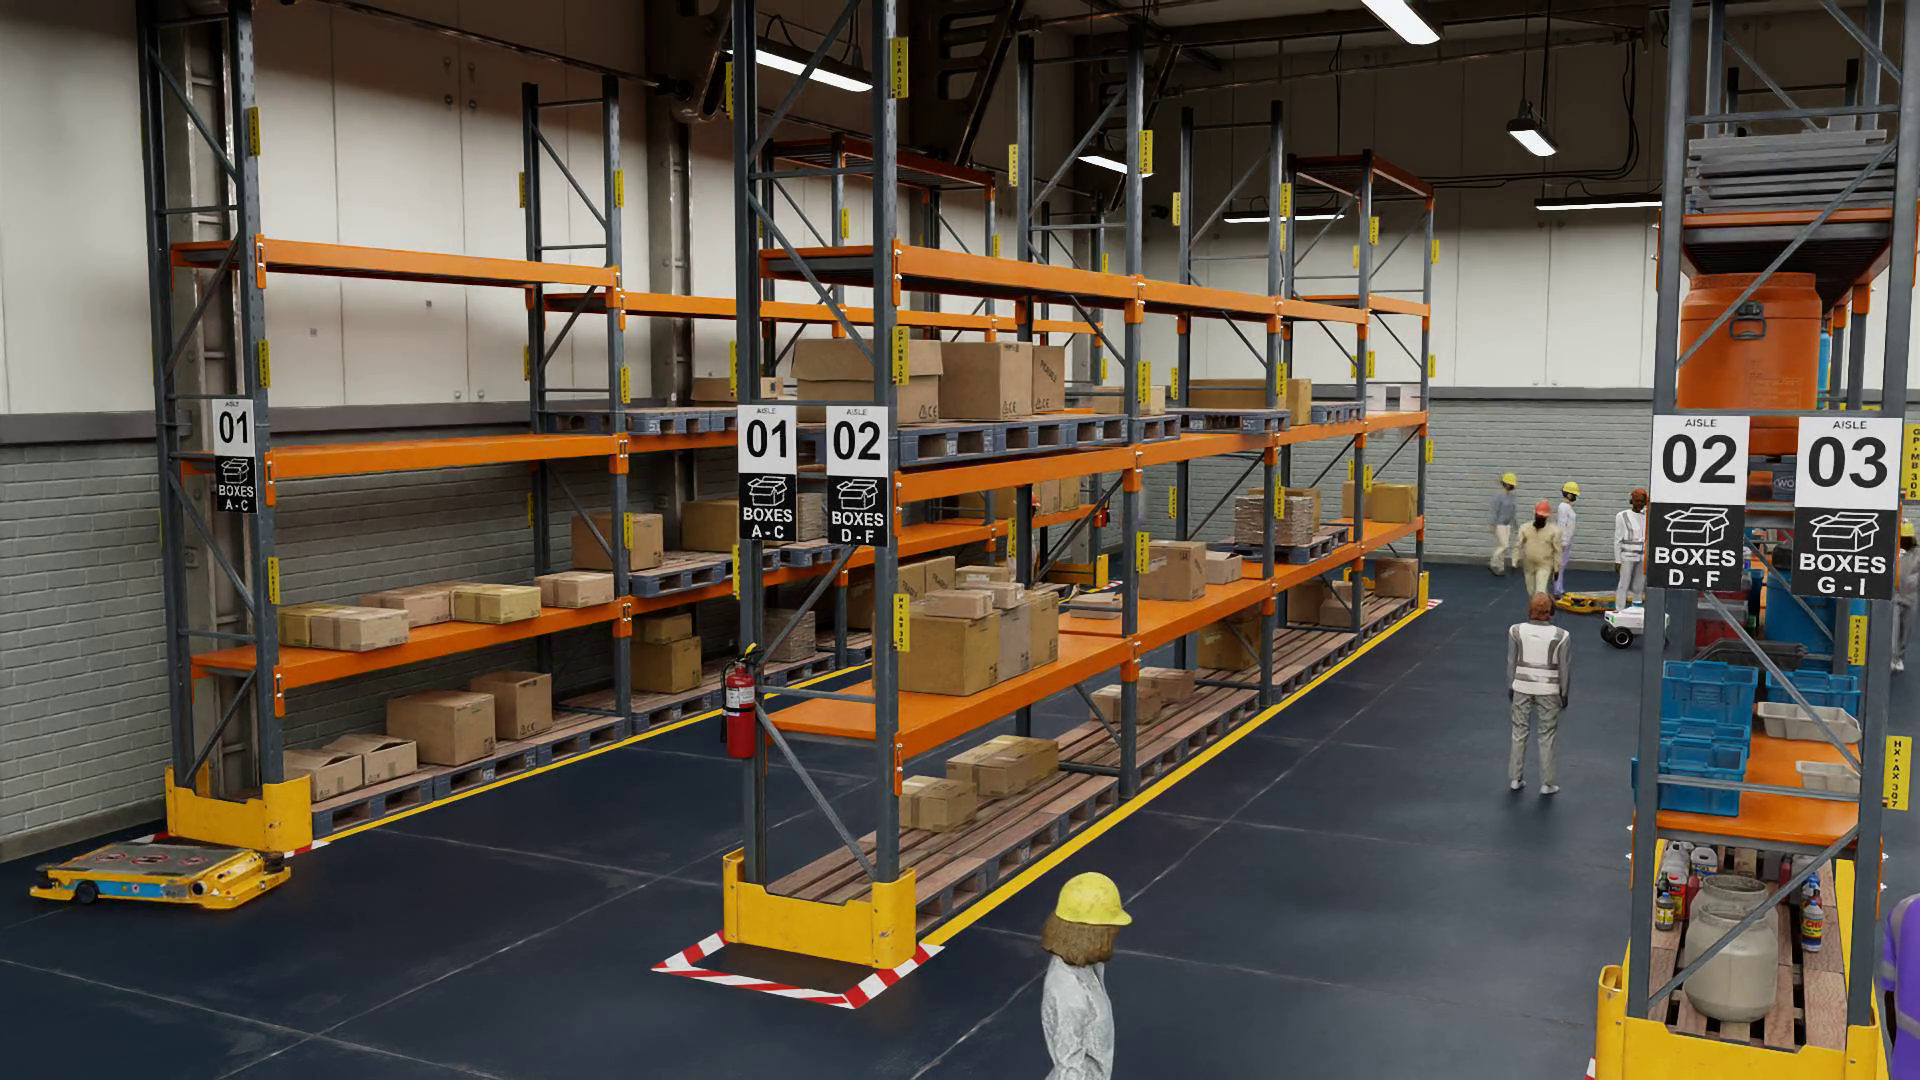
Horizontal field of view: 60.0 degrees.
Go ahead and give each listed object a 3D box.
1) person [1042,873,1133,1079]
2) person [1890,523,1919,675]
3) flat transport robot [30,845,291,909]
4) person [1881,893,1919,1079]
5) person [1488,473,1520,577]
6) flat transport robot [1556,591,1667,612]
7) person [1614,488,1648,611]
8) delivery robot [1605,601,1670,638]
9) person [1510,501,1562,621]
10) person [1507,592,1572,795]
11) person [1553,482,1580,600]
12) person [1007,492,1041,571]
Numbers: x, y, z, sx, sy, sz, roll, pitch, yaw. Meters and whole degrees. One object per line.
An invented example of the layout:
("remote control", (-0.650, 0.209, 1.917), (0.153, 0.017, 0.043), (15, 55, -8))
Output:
("person", (0.420, 1.983, 5.676), (0.324, 1.736, 0.485), (1, 6, 6))
("person", (10.593, 0.660, 18.688), (0.505, 1.687, 0.889), (3, 6, 24))
("flat transport robot", (-5.201, 2.176, 10.842), (1.431, 0.197, 0.652), (1, 6, 9))
("person", (3.390, 1.871, 5.653), (0.363, 1.962, 0.612), (0, 6, -4))
("person", (8.926, -0.238, 27.237), (0.584, 1.740, 0.426), (-5, 8, -41))
("flat transport robot", (9.202, 0.865, 23.590), (1.431, 0.197, 0.652), (-1, 6, -12))
("person", (8.829, 0.254, 21.757), (0.582, 1.884, 0.338), (-1, 6, -12))
("delivery robot", (8.332, 1.000, 20.466), (0.707, 0.478, 0.477), (1, 6, 7))
("person", (7.538, 0.354, 21.743), (0.575, 1.723, 0.764), (5, 8, 39))
("person", (4.672, 1.236, 13.448), (0.508, 1.629, 0.318), (4, 7, 33))
("person", (9.007, 0.017, 24.689), (0.337, 1.759, 0.525), (3, 7, 28))
("person", (0.763, 0.401, 19.864), (0.406, 1.988, 0.622), (-1, 6, -6))
